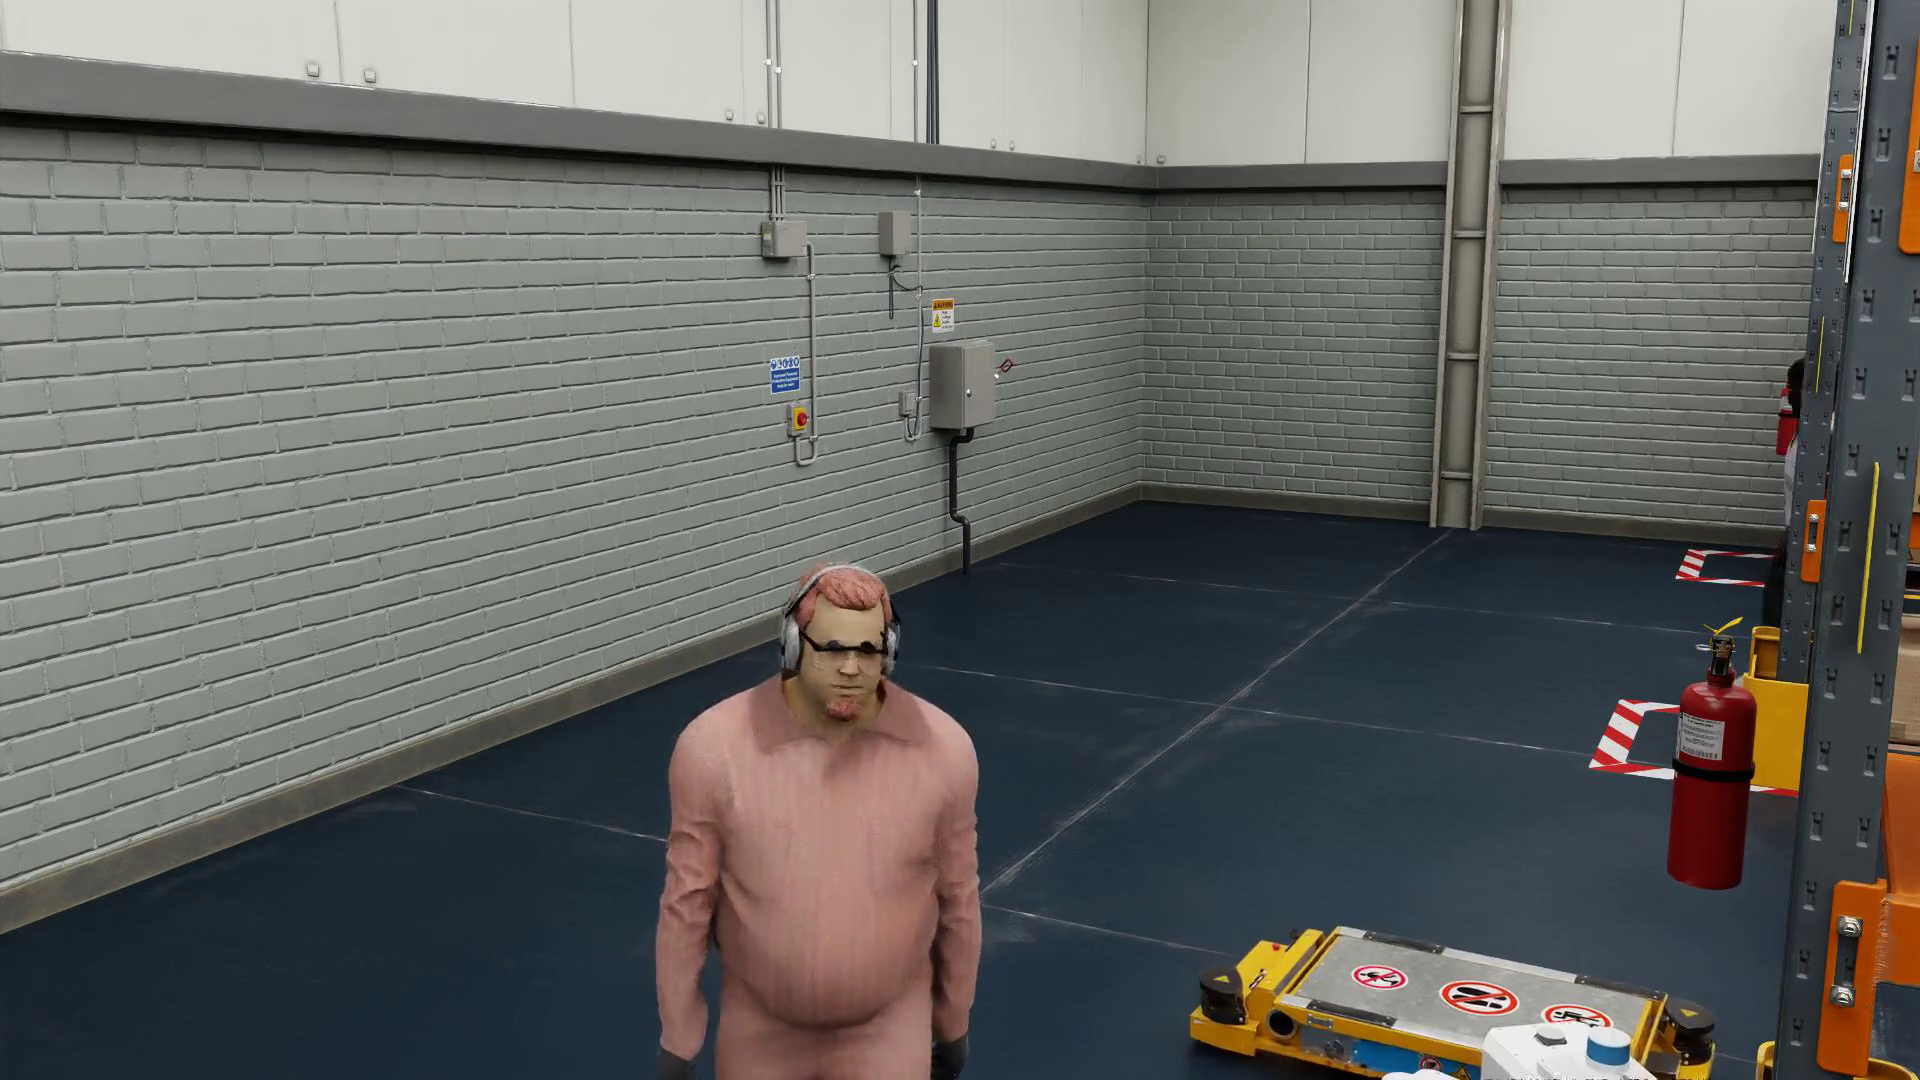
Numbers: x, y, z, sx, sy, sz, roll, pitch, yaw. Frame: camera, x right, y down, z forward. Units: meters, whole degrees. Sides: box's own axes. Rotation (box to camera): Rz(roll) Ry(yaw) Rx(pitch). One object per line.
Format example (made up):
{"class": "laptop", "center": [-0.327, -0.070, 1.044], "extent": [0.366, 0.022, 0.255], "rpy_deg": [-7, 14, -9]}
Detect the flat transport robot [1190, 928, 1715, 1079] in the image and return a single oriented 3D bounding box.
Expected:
{"class": "flat transport robot", "center": [1.491, 1.468, 5.067], "extent": [1.431, 0.197, 0.652], "rpy_deg": [6, 12, 29]}

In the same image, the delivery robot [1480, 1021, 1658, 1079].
{"class": "delivery robot", "center": [1.594, 1.453, 4.122], "extent": [0.477, 0.478, 0.707], "rpy_deg": [-2, 11, -10]}

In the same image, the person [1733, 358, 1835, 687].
{"class": "person", "center": [4.626, -0.038, 8.891], "extent": [0.805, 1.881, 0.600], "rpy_deg": [3, 11, 17]}

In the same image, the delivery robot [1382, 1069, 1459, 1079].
{"class": "delivery robot", "center": [1.028, 1.494, 3.898], "extent": [0.707, 0.478, 0.477], "rpy_deg": [-10, 14, -43]}

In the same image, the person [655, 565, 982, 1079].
{"class": "person", "center": [-0.286, 0.956, 3.471], "extent": [0.666, 1.880, 0.837], "rpy_deg": [-1, 10, -4]}
